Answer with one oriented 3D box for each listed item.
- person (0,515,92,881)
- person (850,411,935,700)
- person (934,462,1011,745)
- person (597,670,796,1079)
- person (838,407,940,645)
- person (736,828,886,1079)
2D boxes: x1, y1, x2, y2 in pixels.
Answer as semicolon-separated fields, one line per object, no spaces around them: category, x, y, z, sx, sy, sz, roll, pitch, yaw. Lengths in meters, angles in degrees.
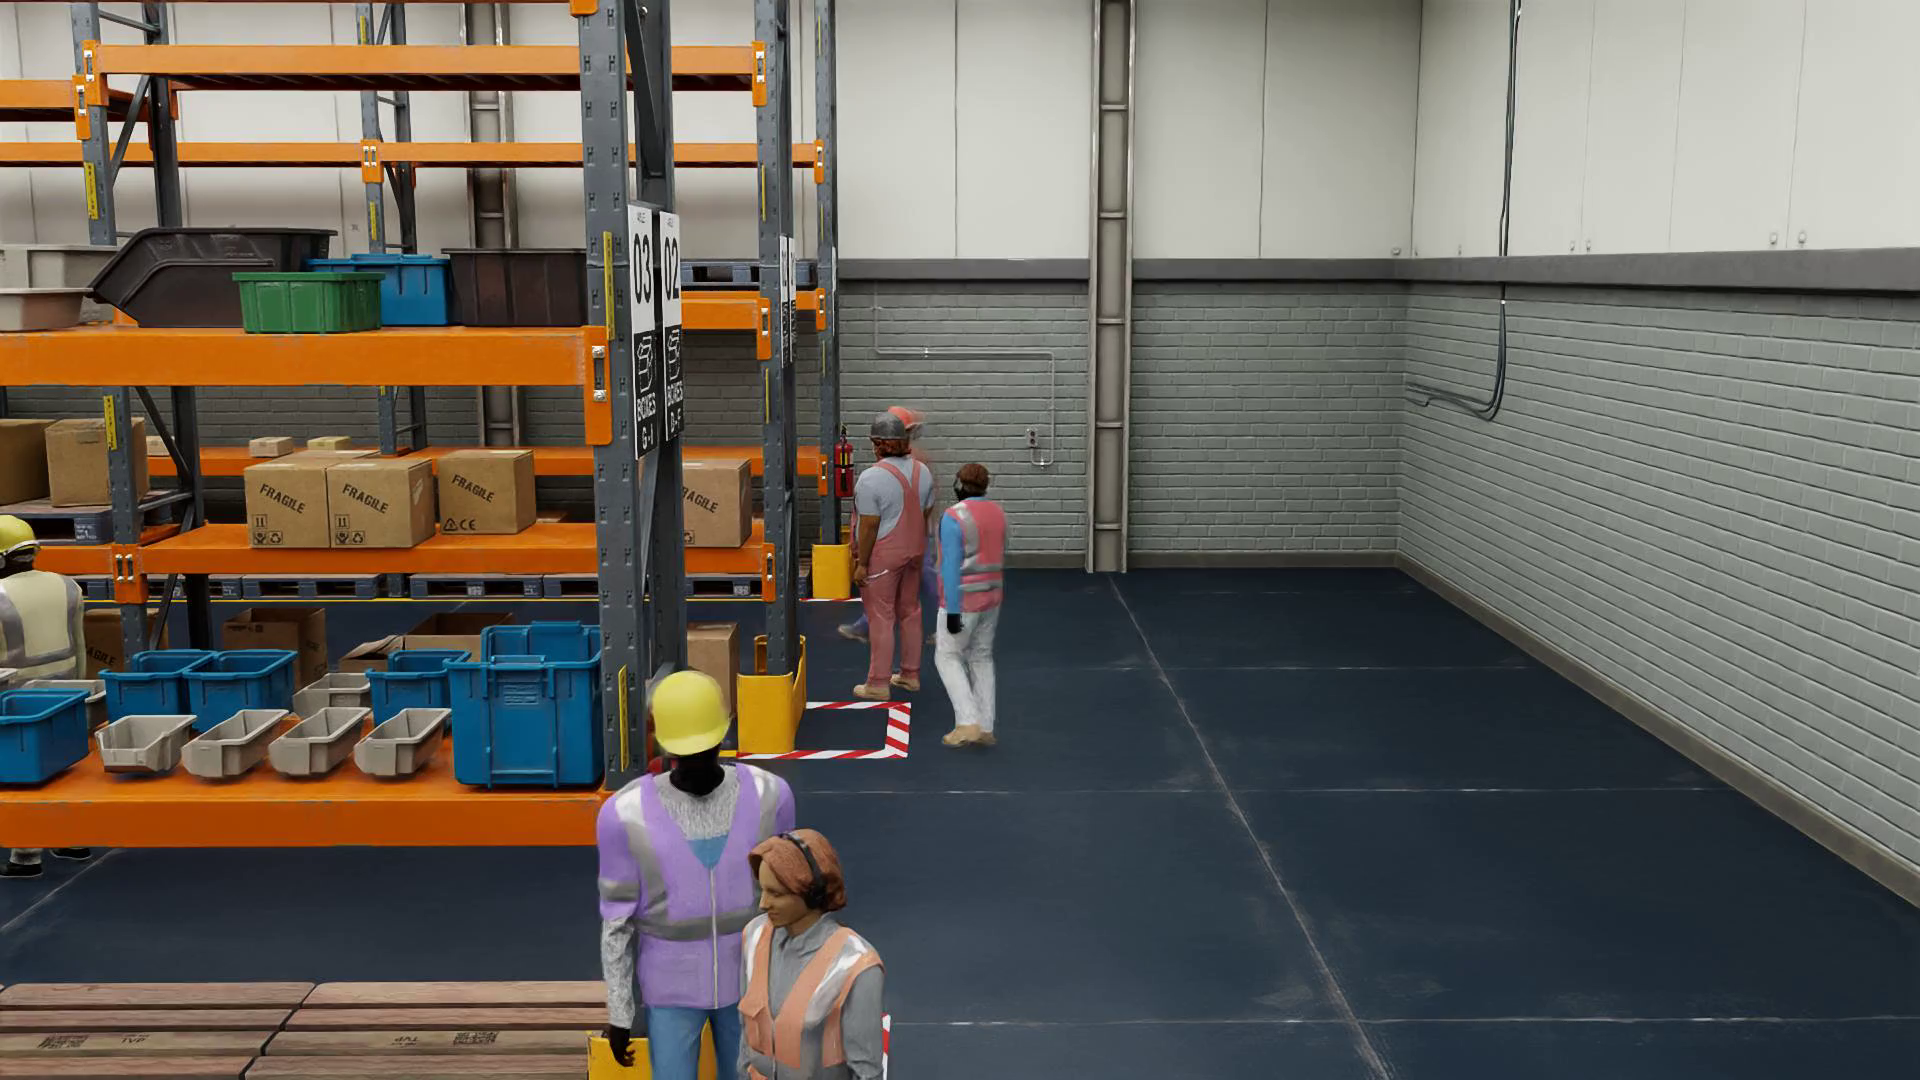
person;-4.651;0.781;8.314;0.403;1.824;0.597;4;10;24
person;-0.533;0.101;11.804;0.538;2.000;0.684;8;12;40
person;0.084;0.411;10.650;0.451;1.805;0.651;8;12;40
person;-0.743;1.298;4.901;0.605;1.914;0.431;-4;10;-22
person;-0.447;-0.106;13.410;1.044;1.936;0.642;3;10;21
person;-0.383;1.530;4.300;0.523;1.631;0.315;8;12;42
